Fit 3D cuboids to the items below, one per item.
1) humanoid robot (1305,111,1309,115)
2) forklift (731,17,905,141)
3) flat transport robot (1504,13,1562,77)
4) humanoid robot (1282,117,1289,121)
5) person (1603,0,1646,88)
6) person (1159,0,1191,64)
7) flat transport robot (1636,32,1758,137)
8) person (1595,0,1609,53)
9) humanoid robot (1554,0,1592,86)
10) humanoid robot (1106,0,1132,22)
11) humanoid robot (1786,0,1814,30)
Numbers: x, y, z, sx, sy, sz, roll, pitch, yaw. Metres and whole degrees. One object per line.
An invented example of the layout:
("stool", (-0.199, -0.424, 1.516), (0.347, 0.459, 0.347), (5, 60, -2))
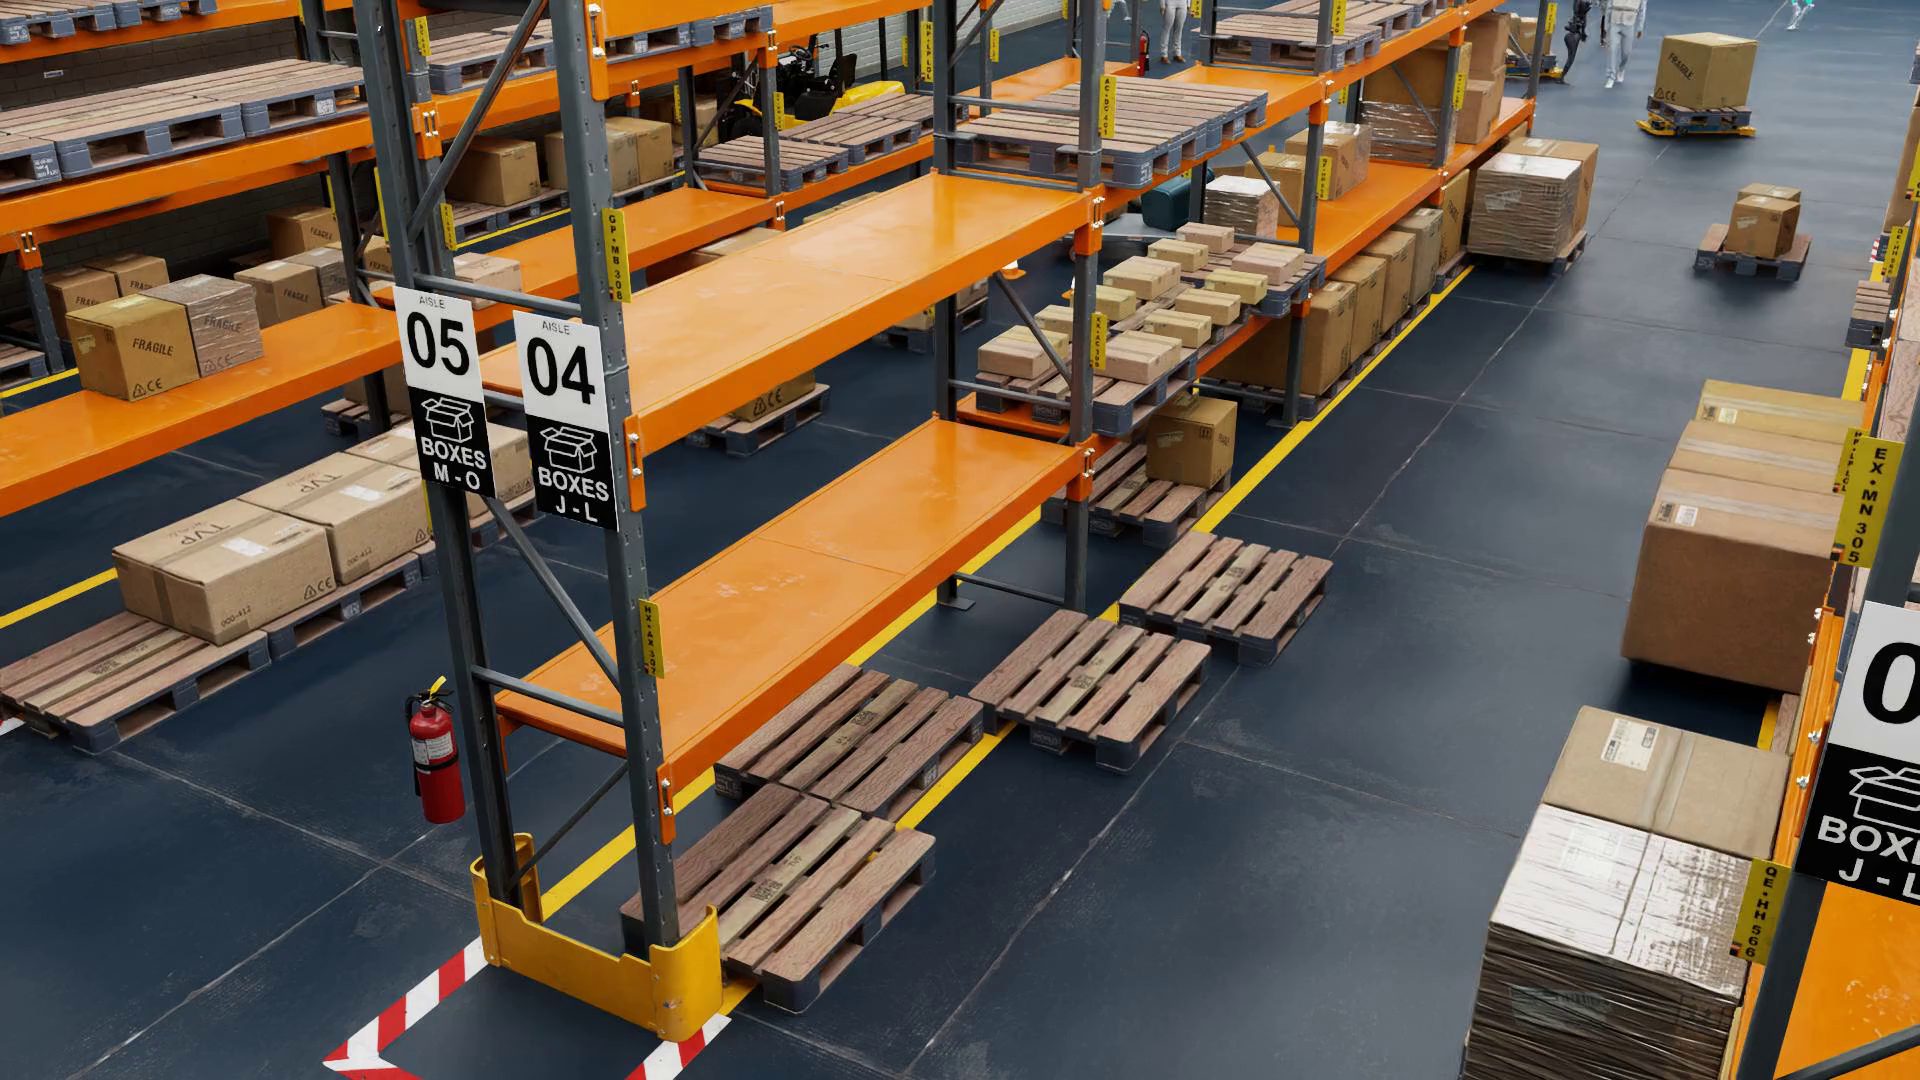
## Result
("humanoid robot", (5.265, -7.086, 24.439), (0.609, 1.641, 0.368), (16, 30, 30))
("forklift", (-1.819, -5.975, 21.543), (2.313, 2.155, 1.214), (14, 29, 26))
("flat transport robot", (9.242, -7.849, 27.652), (1.431, 0.231, 0.659), (2, 26, 5))
("humanoid robot", (4.751, -6.952, 24.167), (0.345, 1.652, 0.610), (17, 30, 31))
("person", (10.593, -8.221, 26.553), (0.600, 1.896, 0.725), (9, 27, 19))
("person", (3.680, -9.147, 28.427), (0.628, 1.939, 0.373), (-12, 28, -23))
("flat transport robot", (10.441, -5.894, 23.589), (1.431, 0.231, 0.659), (0, 26, 0))
("person", (11.614, -9.663, 29.554), (0.604, 1.892, 1.080), (8, 27, 15))
("humanoid robot", (9.838, -8.124, 26.614), (0.381, 1.645, 0.603), (18, 31, 33))
("humanoid robot", (3.154, -11.064, 32.709), (0.890, 1.824, 0.548), (-23, 34, -39))
("humanoid robot", (15.955, -10.492, 31.571), (0.763, 1.878, 0.542), (1, 26, 3))
